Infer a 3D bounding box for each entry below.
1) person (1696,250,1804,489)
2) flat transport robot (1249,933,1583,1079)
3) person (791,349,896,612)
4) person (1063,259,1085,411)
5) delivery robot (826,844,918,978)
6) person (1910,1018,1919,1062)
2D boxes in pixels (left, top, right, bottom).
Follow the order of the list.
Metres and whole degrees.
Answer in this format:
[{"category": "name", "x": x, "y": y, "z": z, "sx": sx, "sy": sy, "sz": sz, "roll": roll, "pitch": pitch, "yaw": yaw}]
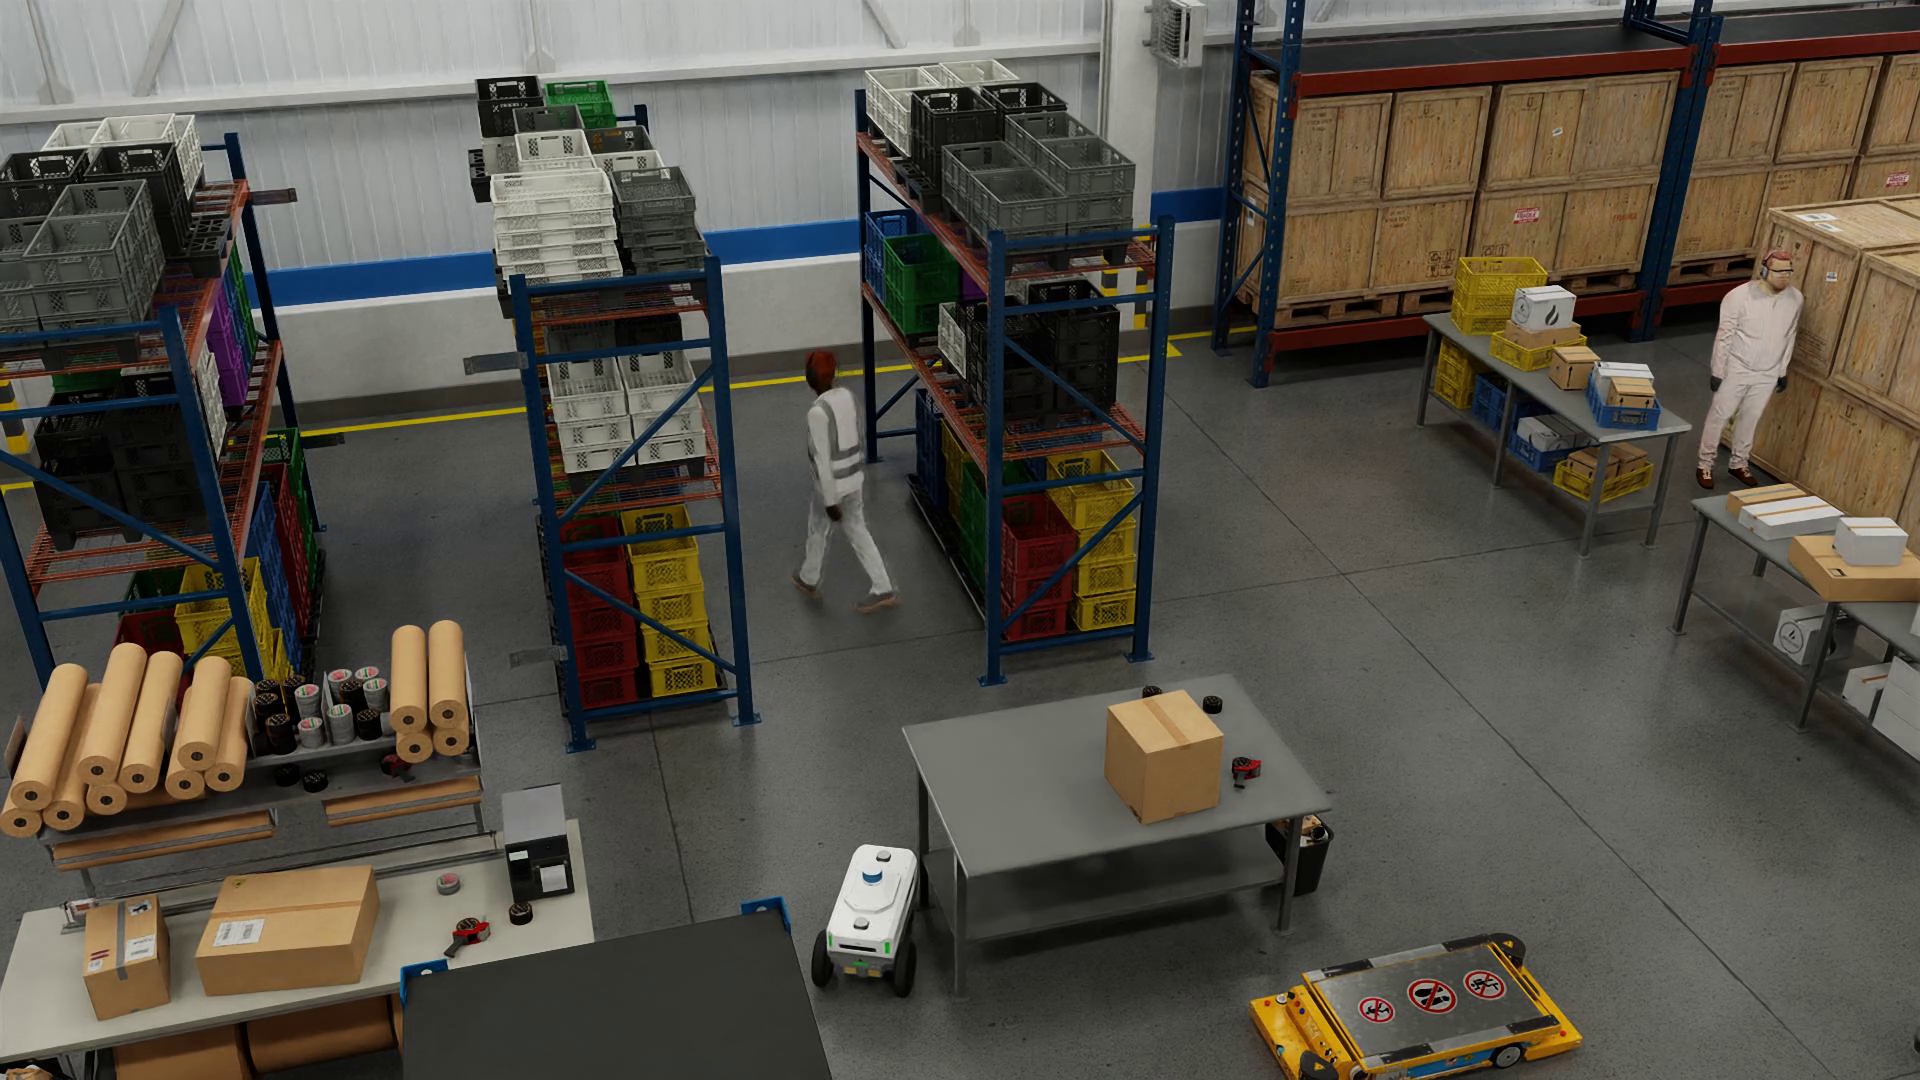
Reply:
[{"category": "person", "x": 6.104, "y": -1.311, "z": 12.828, "sx": 0.643, "sy": 1.913, "sz": 0.410, "roll": -3, "pitch": 29, "yaw": -6}, {"category": "flat transport robot", "x": 2.184, "y": 2.282, "z": 7.980, "sx": 1.431, "sy": 0.197, "sz": 0.652, "roll": -8, "pitch": 30, "yaw": -14}, {"category": "person", "x": -0.823, "y": -0.391, "z": 11.251, "sx": 0.830, "sy": 1.837, "sz": 0.594, "roll": 16, "pitch": 33, "yaw": 27}, {"category": "person", "x": 0.826, "y": -1.546, "z": 13.229, "sx": 0.354, "sy": 1.936, "sz": 0.635, "roll": -6, "pitch": 29, "yaw": -10}, {"category": "delivery robot", "x": -0.437, "y": 1.842, "z": 8.394, "sx": 0.477, "sy": 0.478, "sz": 0.707, "roll": 5, "pitch": 29, "yaw": 9}, {"category": "person", "x": 4.732, "y": 1.671, "z": 7.484, "sx": 0.404, "sy": 1.829, "sz": 0.600, "roll": -25, "pitch": 38, "yaw": -38}]
